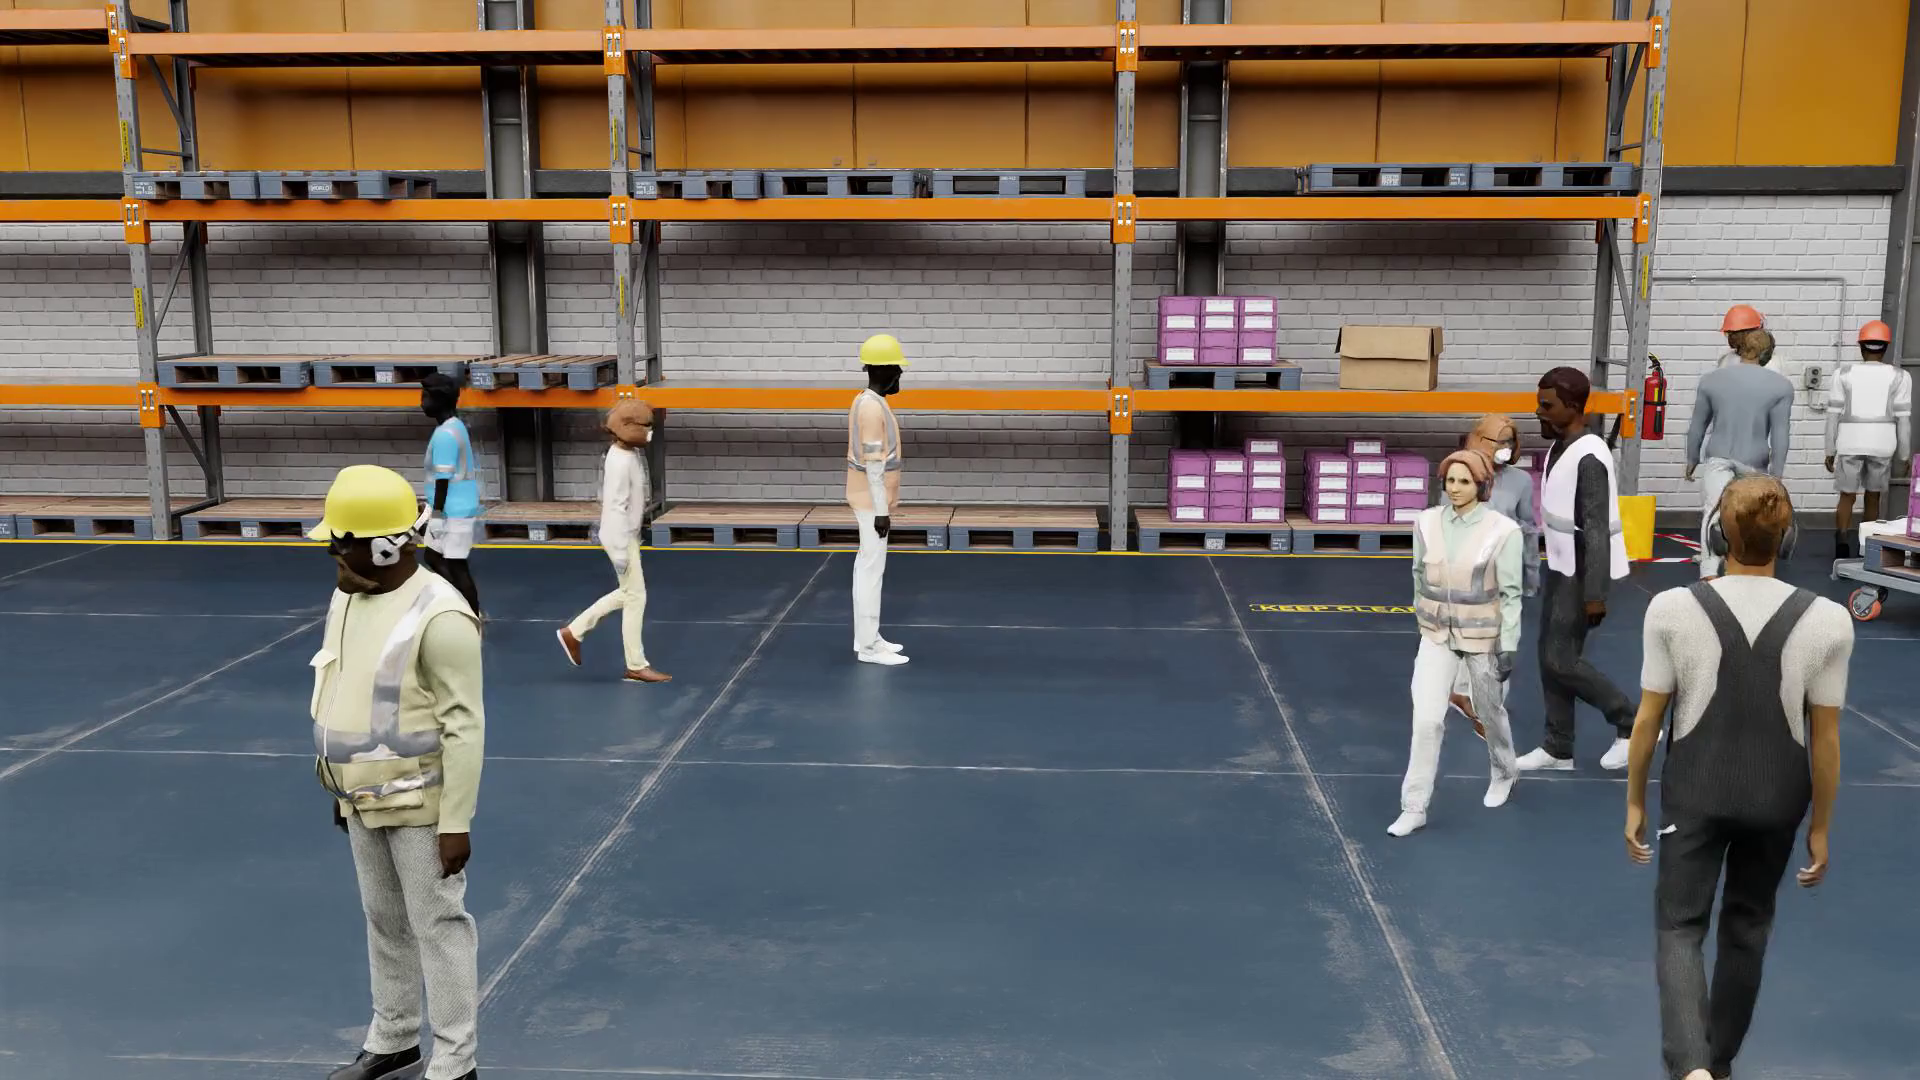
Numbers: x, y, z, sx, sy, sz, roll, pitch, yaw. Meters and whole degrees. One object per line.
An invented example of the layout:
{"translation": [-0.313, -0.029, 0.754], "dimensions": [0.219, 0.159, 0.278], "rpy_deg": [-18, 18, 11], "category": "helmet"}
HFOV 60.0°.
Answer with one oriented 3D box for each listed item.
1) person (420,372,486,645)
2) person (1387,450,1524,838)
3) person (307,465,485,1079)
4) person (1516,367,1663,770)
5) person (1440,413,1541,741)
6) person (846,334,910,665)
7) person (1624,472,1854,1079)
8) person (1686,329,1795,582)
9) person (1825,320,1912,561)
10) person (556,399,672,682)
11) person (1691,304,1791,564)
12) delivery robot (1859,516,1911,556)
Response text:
{"translation": [-3.096, -0.175, 10.094], "dimensions": [0.384, 1.680, 0.551], "rpy_deg": [-2, 10, -12], "category": "person"}
{"translation": [2.139, 0.403, 6.988], "dimensions": [0.530, 1.594, 0.861], "rpy_deg": [9, 13, 43], "category": "person"}
{"translation": [-1.550, 0.698, 4.577], "dimensions": [0.590, 1.827, 0.404], "rpy_deg": [8, 13, 39], "category": "person"}
{"translation": [2.852, 0.158, 7.539], "dimensions": [0.553, 1.894, 0.630], "rpy_deg": [1, 10, 7], "category": "person"}
{"translation": [2.655, 0.167, 8.336], "dimensions": [0.521, 1.603, 0.703], "rpy_deg": [-2, 10, -14], "category": "person"}
{"translation": [-0.481, -0.239, 9.771], "dimensions": [0.380, 1.928, 0.586], "rpy_deg": [-1, 10, -5], "category": "person"}
{"translation": [2.053, 0.729, 4.427], "dimensions": [0.514, 1.821, 0.791], "rpy_deg": [3, 10, 18], "category": "person"}
{"translation": [5.451, -0.532, 11.685], "dimensions": [0.674, 1.889, 1.011], "rpy_deg": [5, 11, 28], "category": "person"}
{"translation": [6.808, -0.692, 12.485], "dimensions": [0.575, 1.913, 0.747], "rpy_deg": [5, 11, 27], "category": "person"}
{"translation": [-1.939, 0.012, 9.220], "dimensions": [0.579, 1.608, 0.550], "rpy_deg": [-1, 10, -4], "category": "person"}
{"translation": [6.085, -0.808, 12.842], "dimensions": [0.789, 2.017, 0.605], "rpy_deg": [-4, 11, -23], "category": "person"}
{"translation": [6.915, 0.010, 12.054], "dimensions": [0.477, 0.478, 0.707], "rpy_deg": [-5, 11, -28], "category": "delivery robot"}
